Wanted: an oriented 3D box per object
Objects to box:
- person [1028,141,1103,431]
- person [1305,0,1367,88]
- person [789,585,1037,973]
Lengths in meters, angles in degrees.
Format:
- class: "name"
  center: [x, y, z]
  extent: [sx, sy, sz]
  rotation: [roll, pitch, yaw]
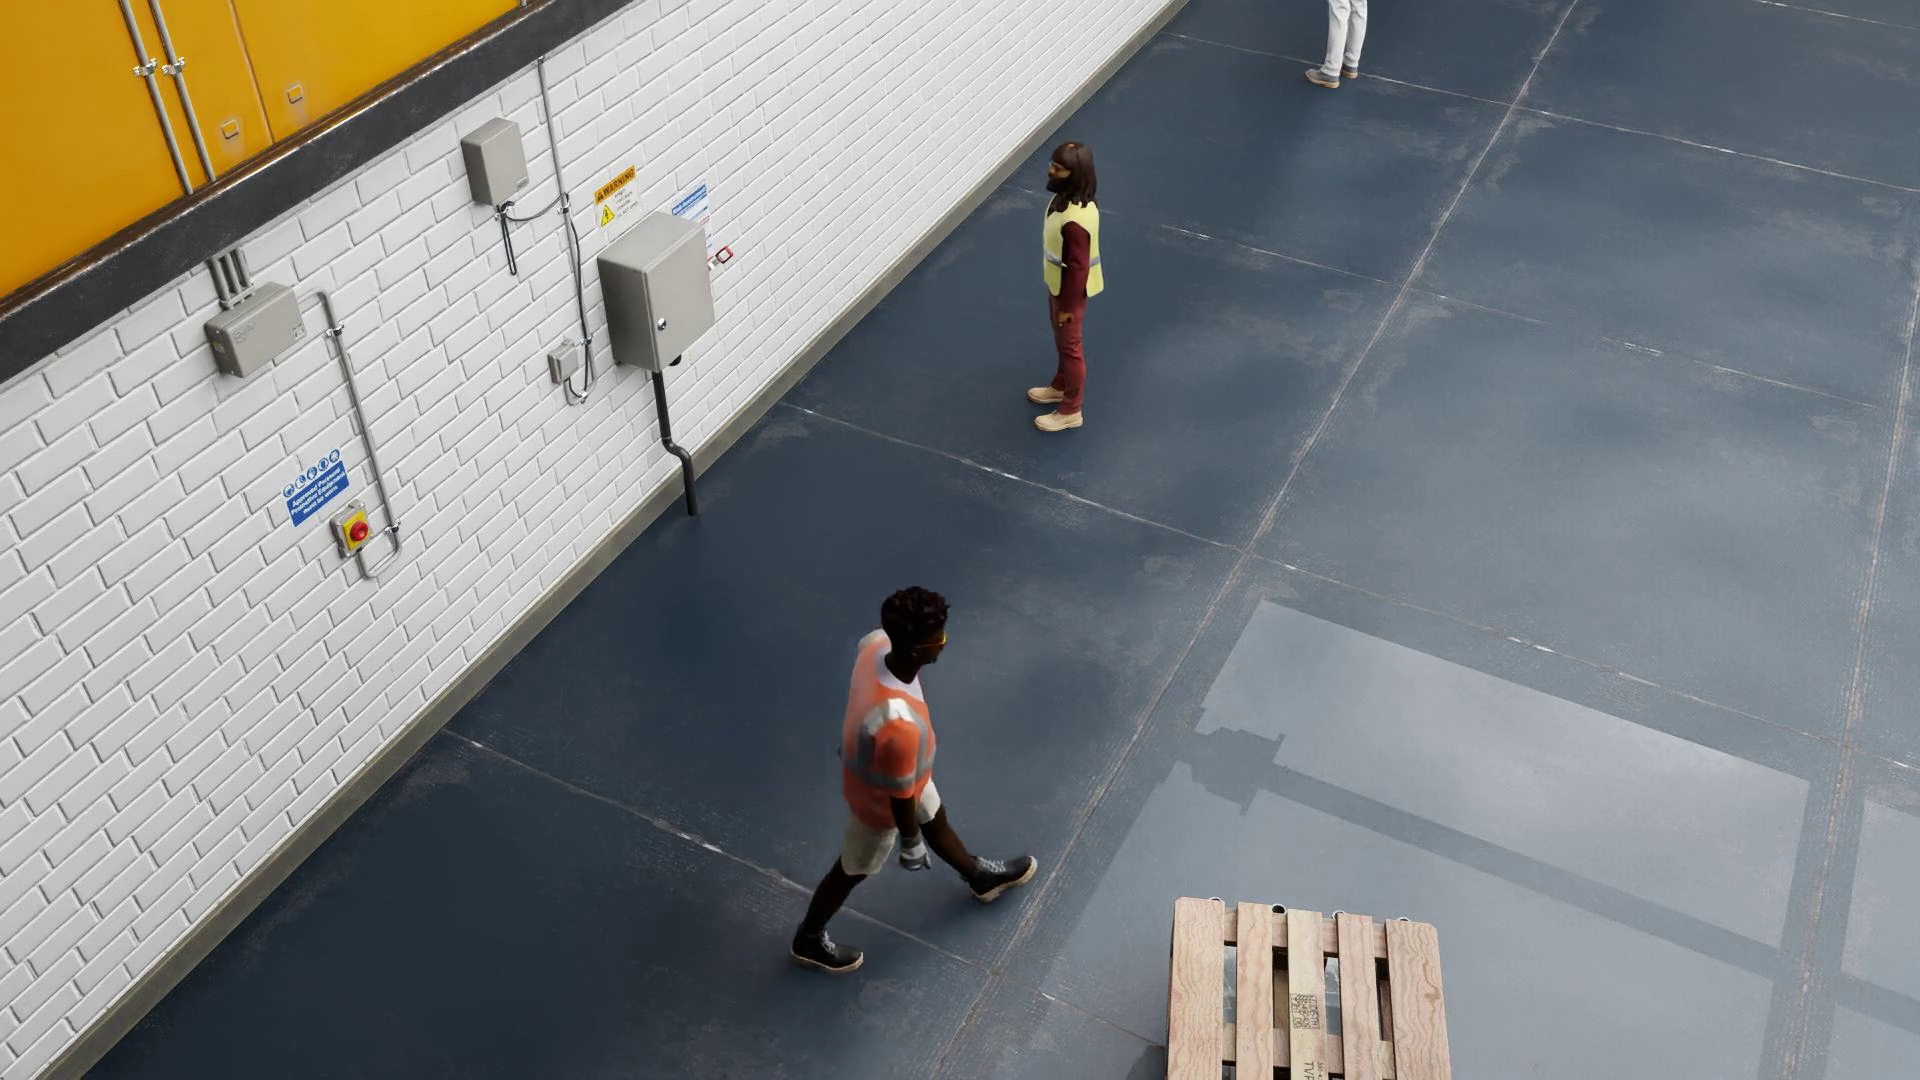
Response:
- class: "person"
  center: [0.606, -1.419, 9.335]
  extent: [0.370, 1.768, 0.476]
  rotation: [-3, 41, -3]
- class: "person"
  center: [2.979, -4.402, 12.706]
  extent: [0.573, 1.883, 0.355]
  rotation: [-28, 48, -29]
- class: "person"
  center: [-0.216, 0.940, 6.510]
  extent: [1.113, 1.882, 0.646]
  rotation: [-4, 41, -5]
